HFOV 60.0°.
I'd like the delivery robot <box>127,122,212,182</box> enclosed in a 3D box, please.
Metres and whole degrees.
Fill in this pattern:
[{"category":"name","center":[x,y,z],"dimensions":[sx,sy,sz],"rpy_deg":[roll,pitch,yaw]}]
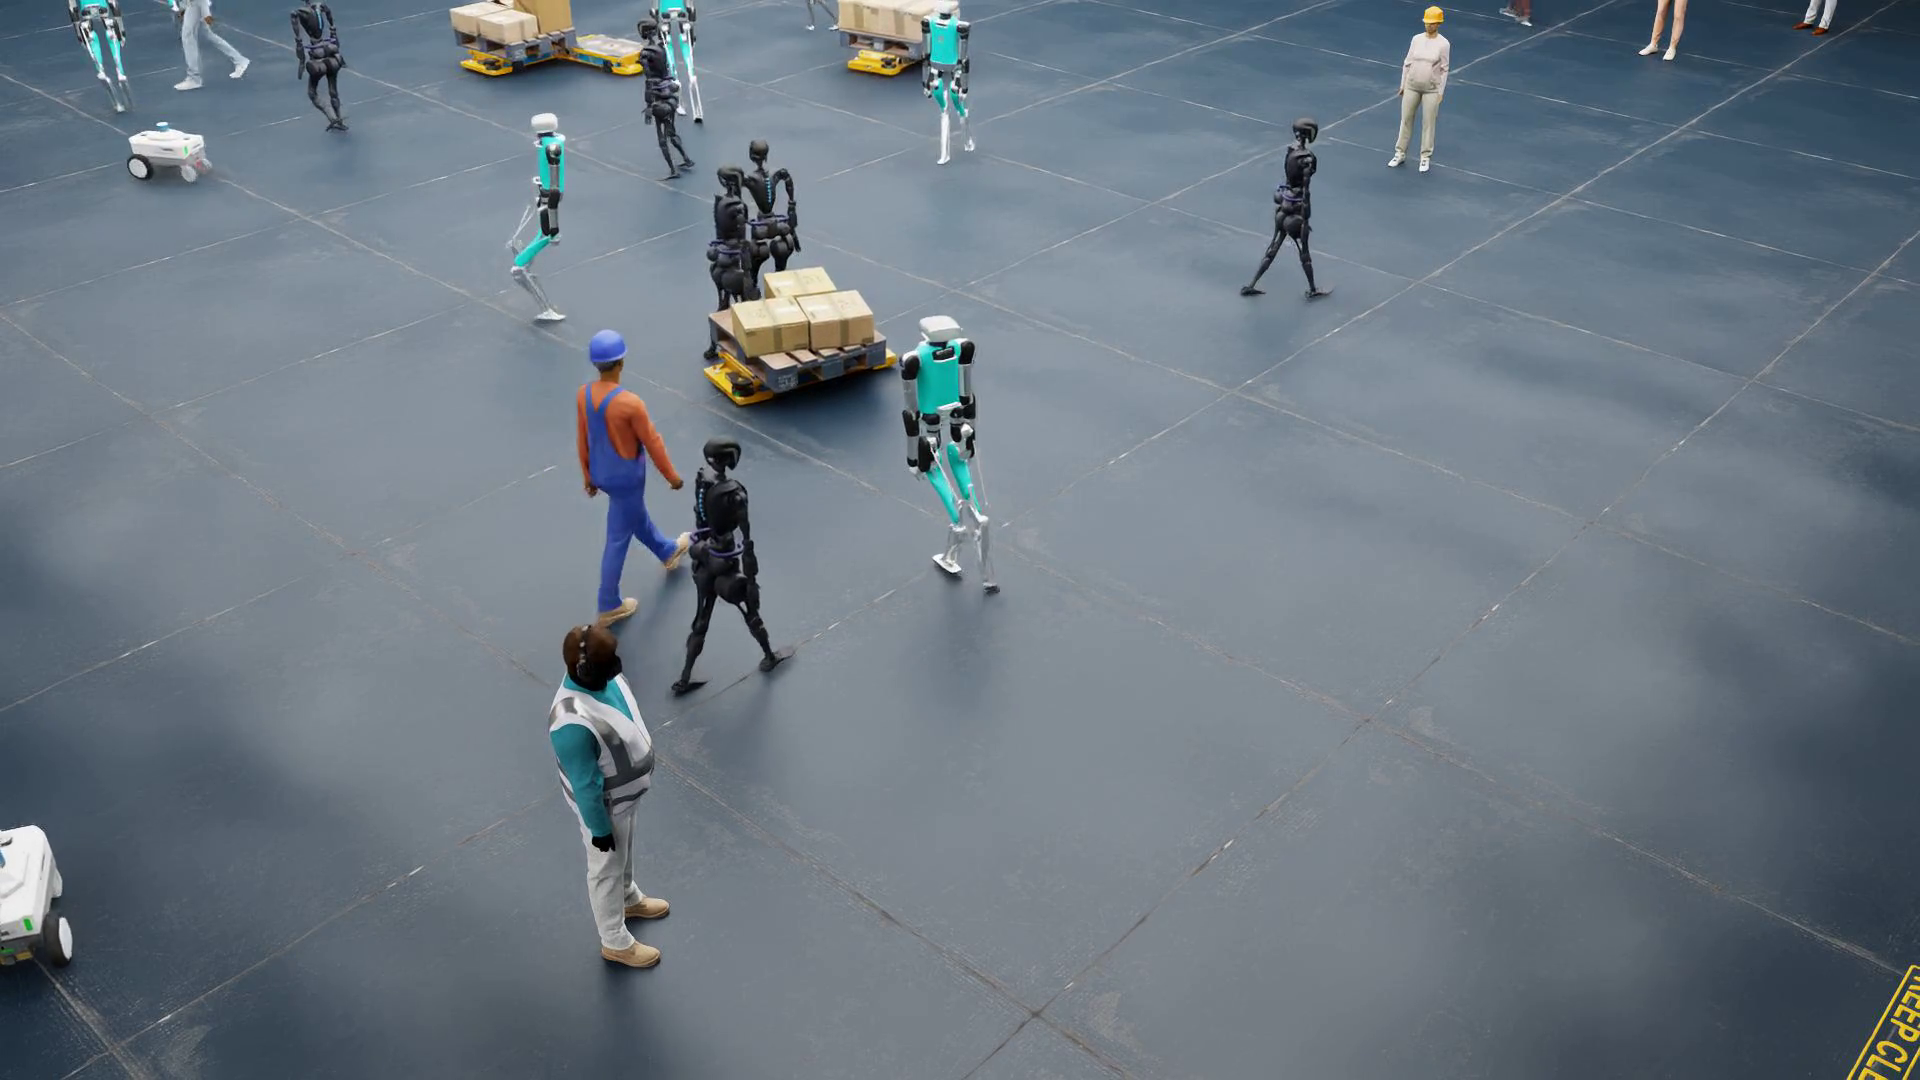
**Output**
[{"category":"delivery robot","center":[-8.321,-4.070,17.454],"dimensions":[0.807,0.613,0.499],"rpy_deg":[7,33,11]}]

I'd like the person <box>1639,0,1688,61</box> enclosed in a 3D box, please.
[{"category":"person","center":[9.018,-7.001,20.914],"dimensions":[0.374,1.866,0.518],"rpy_deg":[-25,39,-34]}]

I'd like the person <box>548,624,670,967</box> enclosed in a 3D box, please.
[{"category":"person","center":[-1.626,1.176,7.771],"dimensions":[0.429,1.844,0.626],"rpy_deg":[0,32,1]}]

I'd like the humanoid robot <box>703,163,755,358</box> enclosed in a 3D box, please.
[{"category":"humanoid robot","center":[-1.858,-2.219,13.404],"dimensions":[0.443,1.646,0.589],"rpy_deg":[-18,36,-26]}]

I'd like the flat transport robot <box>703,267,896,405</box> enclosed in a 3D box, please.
[{"category":"flat transport robot","center":[-1.295,-1.453,13.494],"dimensions":[1.431,0.231,0.659],"rpy_deg":[-19,36,-27]}]

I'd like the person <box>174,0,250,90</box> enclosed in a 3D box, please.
[{"category":"person","center":[-9.141,-6.410,19.953],"dimensions":[0.899,1.879,0.611],"rpy_deg":[-21,37,-30]}]

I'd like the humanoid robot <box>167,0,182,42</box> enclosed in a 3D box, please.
[{"category":"humanoid robot","center":[-10.294,-7.377,21.726],"dimensions":[0.788,1.847,0.530],"rpy_deg":[27,41,36]}]

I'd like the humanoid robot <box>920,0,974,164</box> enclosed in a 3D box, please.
[{"category":"humanoid robot","center":[-0.050,-4.863,17.660],"dimensions":[0.552,1.840,0.873],"rpy_deg":[12,34,19]}]

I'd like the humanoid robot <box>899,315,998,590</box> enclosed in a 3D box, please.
[{"category":"humanoid robot","center":[-0.005,-0.448,10.597],"dimensions":[0.541,1.897,0.757],"rpy_deg":[-21,37,-30]}]

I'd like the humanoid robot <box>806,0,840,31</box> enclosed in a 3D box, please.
[{"category":"humanoid robot","center":[-1.825,-7.623,22.055],"dimensions":[0.530,1.791,0.795],"rpy_deg":[21,37,30]}]

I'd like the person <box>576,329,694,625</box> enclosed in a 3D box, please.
[{"category":"person","center":[-2.024,-0.441,10.357],"dimensions":[0.533,1.854,1.010],"rpy_deg":[22,38,31]}]

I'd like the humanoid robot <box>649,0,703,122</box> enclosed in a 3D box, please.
[{"category":"humanoid robot","center":[-3.164,-5.591,18.861],"dimensions":[0.547,1.878,0.802],"rpy_deg":[-13,34,-20]}]

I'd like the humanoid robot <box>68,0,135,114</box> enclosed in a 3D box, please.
[{"category":"humanoid robot","center":[-9.816,-5.711,18.999],"dimensions":[0.538,1.807,0.771],"rpy_deg":[-12,34,-19]}]

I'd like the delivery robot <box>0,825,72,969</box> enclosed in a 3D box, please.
[{"category":"delivery robot","center":[-4.617,1.749,8.061],"dimensions":[0.499,0.589,0.791],"rpy_deg":[-11,33,-17]}]

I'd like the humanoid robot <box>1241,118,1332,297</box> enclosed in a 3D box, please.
[{"category":"humanoid robot","center":[2.929,-2.901,14.544],"dimensions":[0.793,1.628,0.592],"rpy_deg":[-4,32,-7]}]

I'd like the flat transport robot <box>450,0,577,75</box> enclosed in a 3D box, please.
[{"category":"flat transport robot","center":[-5.595,-6.198,21.135],"dimensions":[0.659,0.231,1.431],"rpy_deg":[23,39,33]}]

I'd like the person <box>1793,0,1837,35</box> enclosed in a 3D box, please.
[{"category":"person","center":[11.501,-7.625,21.957],"dimensions":[0.365,1.829,0.504],"rpy_deg":[-12,34,-19]}]

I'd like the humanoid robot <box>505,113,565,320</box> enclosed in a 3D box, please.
[{"category":"humanoid robot","center":[-3.631,-2.684,14.128],"dimensions":[0.699,1.827,0.551],"rpy_deg":[-9,33,-15]}]

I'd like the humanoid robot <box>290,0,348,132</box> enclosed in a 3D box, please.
[{"category":"humanoid robot","center":[-7.072,-5.359,18.446],"dimensions":[0.374,1.642,0.608],"rpy_deg":[17,36,26]}]

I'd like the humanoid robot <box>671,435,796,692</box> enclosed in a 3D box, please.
[{"category":"humanoid robot","center":[-1.378,0.127,9.664],"dimensions":[0.785,1.625,0.583],"rpy_deg":[-25,40,-34]}]

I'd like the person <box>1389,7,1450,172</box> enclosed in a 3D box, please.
[{"category":"person","center":[4.842,-4.719,17.398],"dimensions":[0.466,1.697,0.315],"rpy_deg":[16,35,25]}]

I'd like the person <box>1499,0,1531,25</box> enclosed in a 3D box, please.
[{"category":"person","center":[7.607,-7.926,22.497],"dimensions":[0.588,1.764,0.766],"rpy_deg":[-16,35,-24]}]

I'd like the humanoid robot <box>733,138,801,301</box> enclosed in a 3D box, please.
[{"category":"humanoid robot","center":[-1.606,-2.539,13.909],"dimensions":[0.600,1.640,0.373],"rpy_deg":[-16,35,-23]}]

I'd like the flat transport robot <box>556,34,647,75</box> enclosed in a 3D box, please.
[{"category":"flat transport robot","center":[-4.460,-6.159,21.071],"dimensions":[1.431,0.231,0.659],"rpy_deg":[21,38,30]}]

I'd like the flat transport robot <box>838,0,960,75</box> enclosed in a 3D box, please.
[{"category":"flat transport robot","center":[-0.773,-6.217,21.166],"dimensions":[0.659,0.231,1.431],"rpy_deg":[17,36,26]}]

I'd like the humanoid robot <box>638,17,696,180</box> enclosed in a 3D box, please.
[{"category":"humanoid robot","center":[-3.046,-4.569,17.185],"dimensions":[0.395,1.647,0.589],"rpy_deg":[7,33,11]}]
